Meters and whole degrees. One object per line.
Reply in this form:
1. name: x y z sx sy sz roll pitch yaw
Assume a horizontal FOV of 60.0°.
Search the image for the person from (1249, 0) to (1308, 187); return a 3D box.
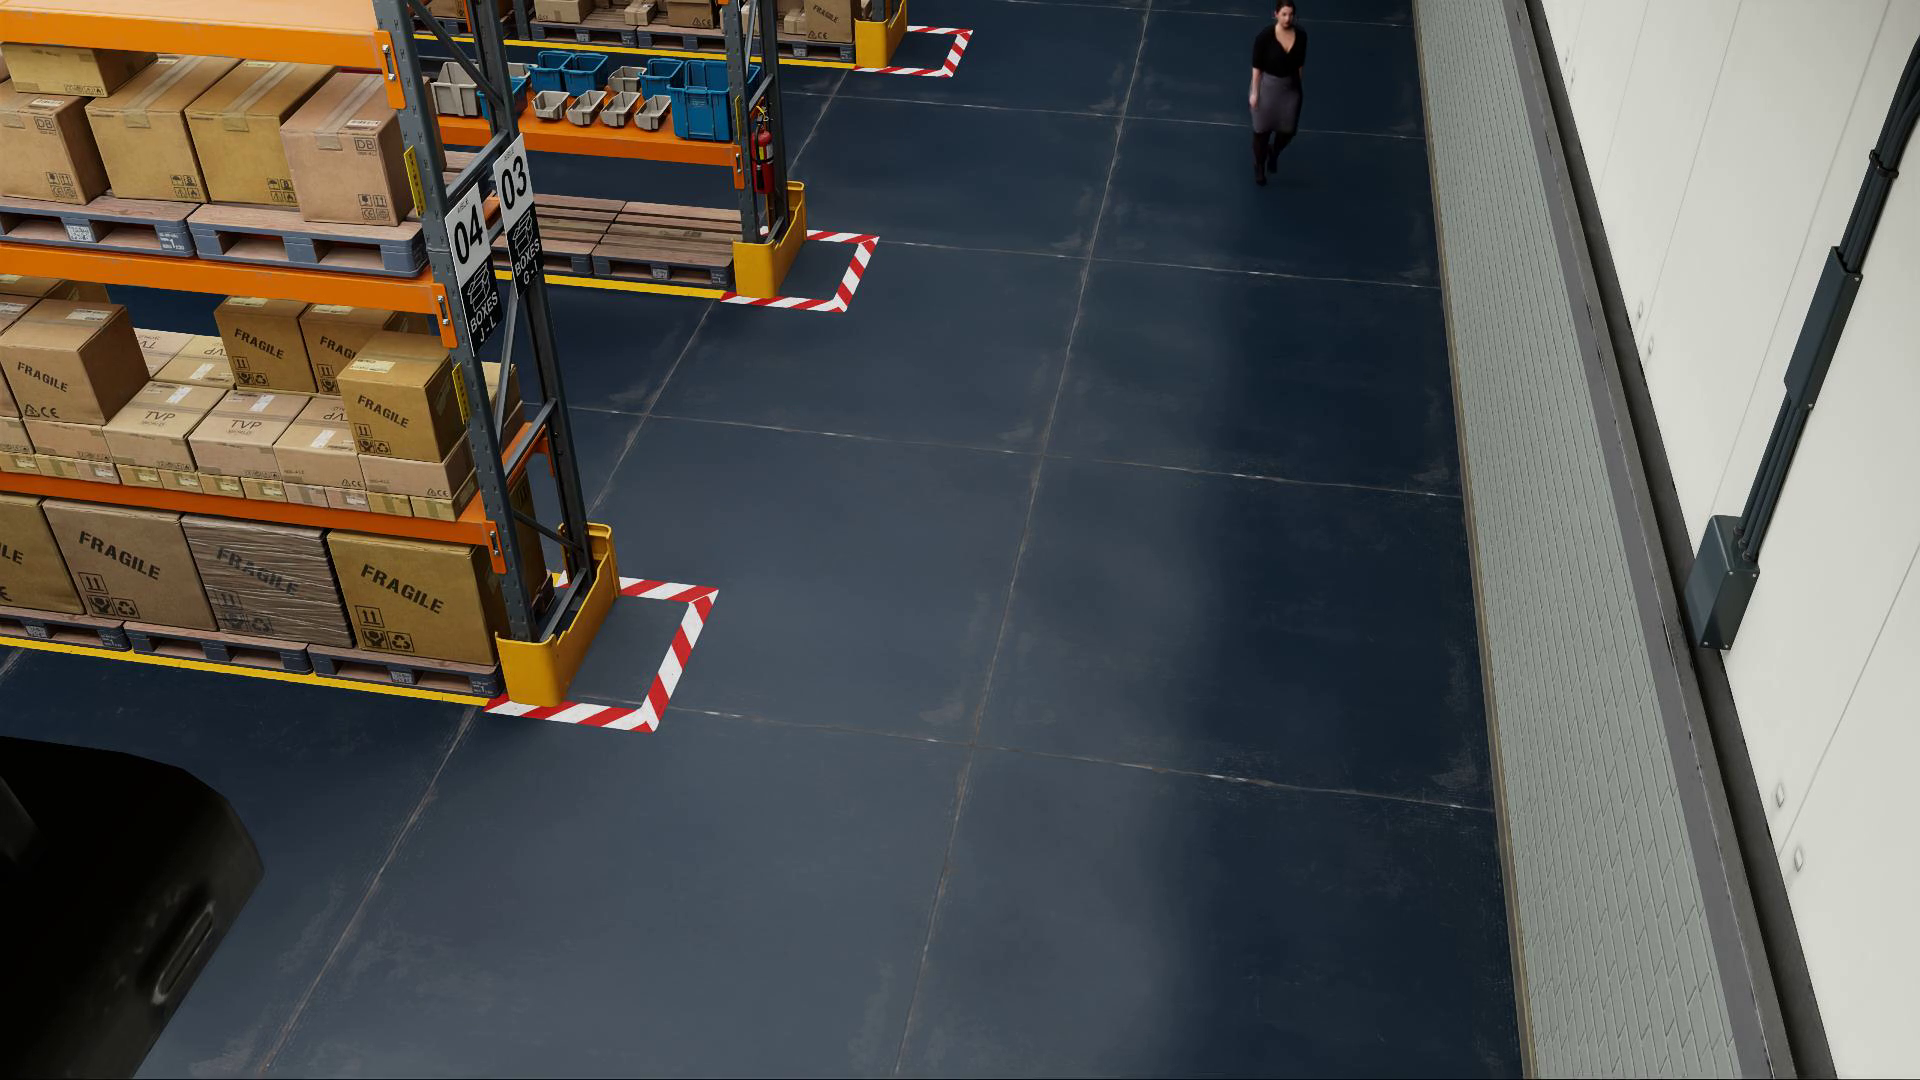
1. person: 2.823 -4.070 15.059 0.685 1.747 0.792 -3 38 -4
